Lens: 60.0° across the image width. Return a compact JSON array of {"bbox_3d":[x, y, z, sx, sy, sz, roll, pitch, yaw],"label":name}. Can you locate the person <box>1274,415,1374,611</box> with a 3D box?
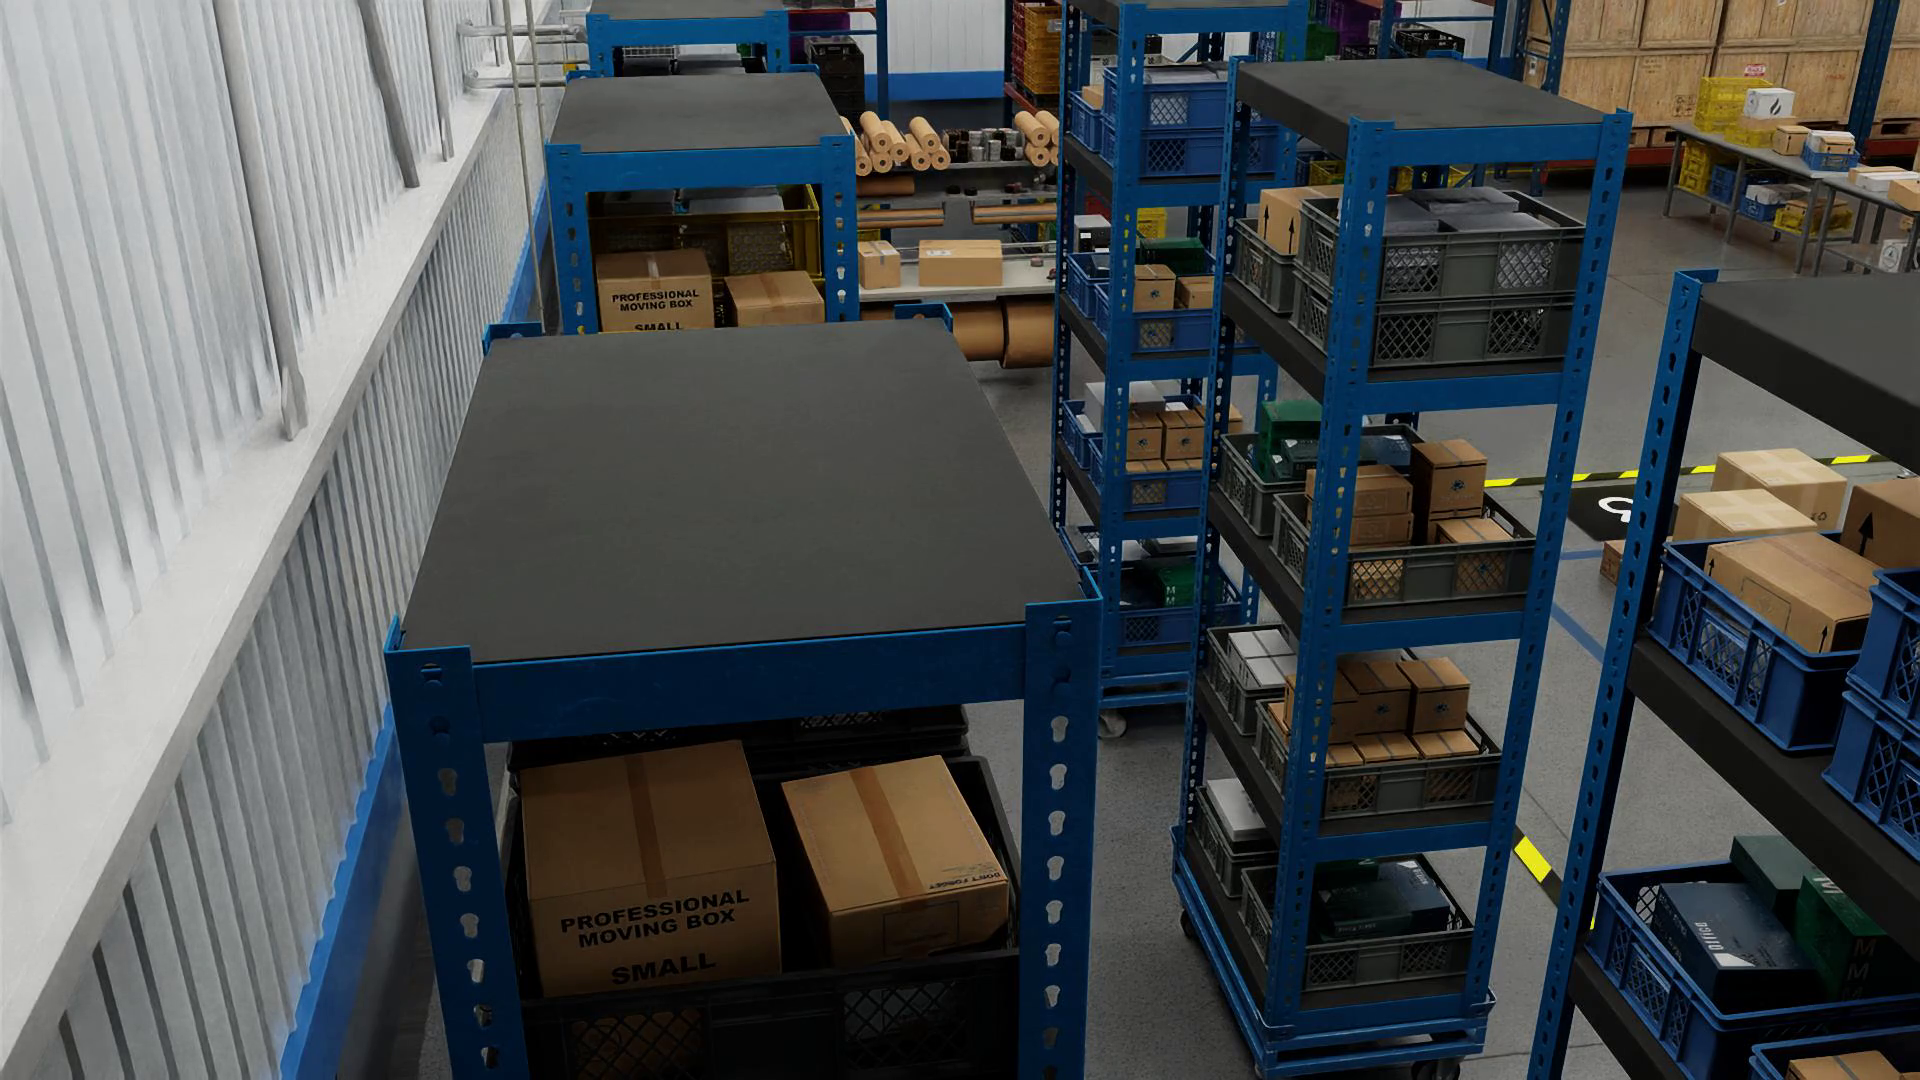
[{"bbox_3d":[1.790,0.198,7.974,0.596,1.850,0.395,0,25,0],"label":"person"}]

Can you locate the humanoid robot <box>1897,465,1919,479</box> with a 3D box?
[{"bbox_3d":[6.431,-1.147,10.873,0.735,1.677,0.533,-11,27,-22],"label":"humanoid robot"}]
